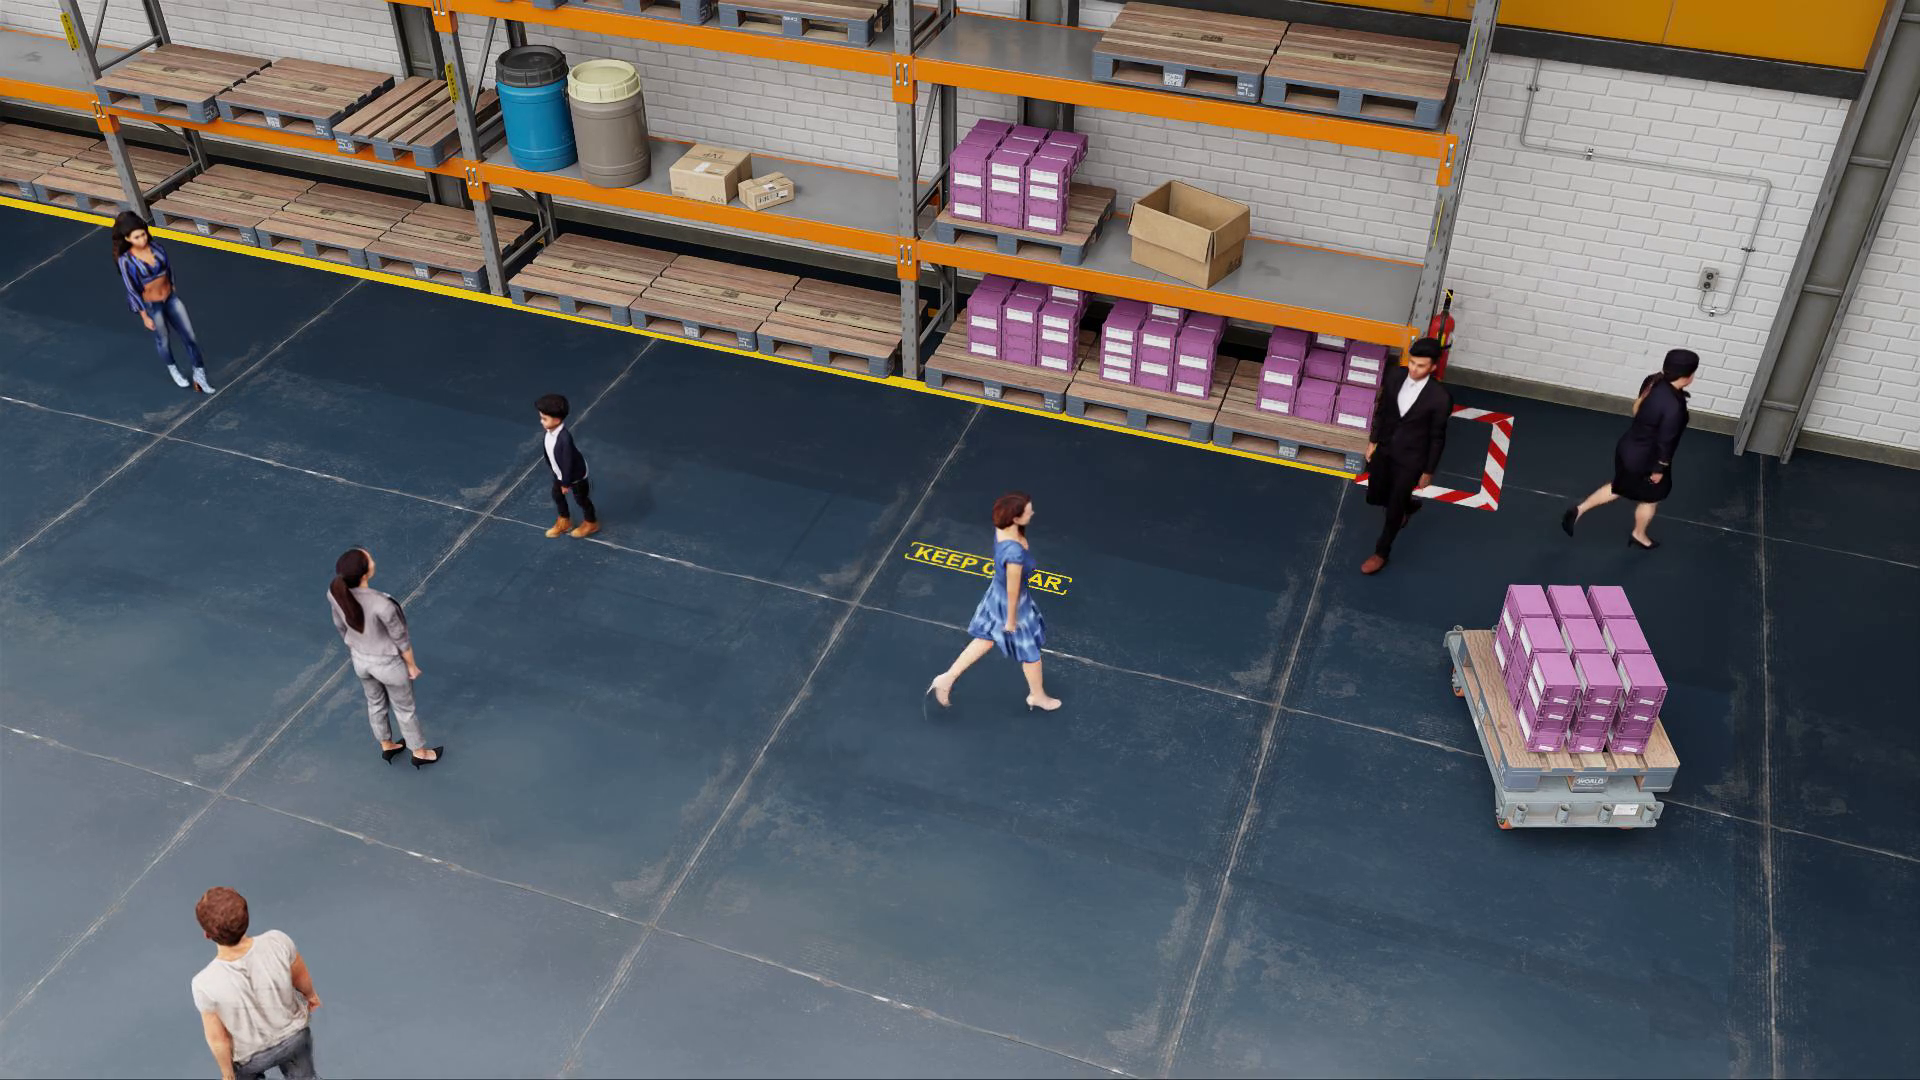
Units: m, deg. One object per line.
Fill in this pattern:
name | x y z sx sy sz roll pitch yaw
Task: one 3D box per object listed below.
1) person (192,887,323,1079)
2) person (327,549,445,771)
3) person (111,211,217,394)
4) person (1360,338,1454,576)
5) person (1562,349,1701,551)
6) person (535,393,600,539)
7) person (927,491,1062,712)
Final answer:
person | -3.190 2.375 7.768 0.835 1.883 0.830 32 48 33
person | -3.481 0.734 9.987 0.513 1.678 0.668 12 40 14
person | -6.475 -1.900 13.348 0.817 1.599 0.737 25 45 28
person | 3.123 -0.629 11.540 1.025 1.869 1.014 -28 46 -30
person | 4.728 -0.593 11.671 1.107 1.650 0.924 -1 39 -1
person | -2.763 -0.546 11.961 0.696 1.213 0.642 -28 46 -31
person | 0.225 0.435 10.280 1.197 1.778 1.042 -10 40 -12
